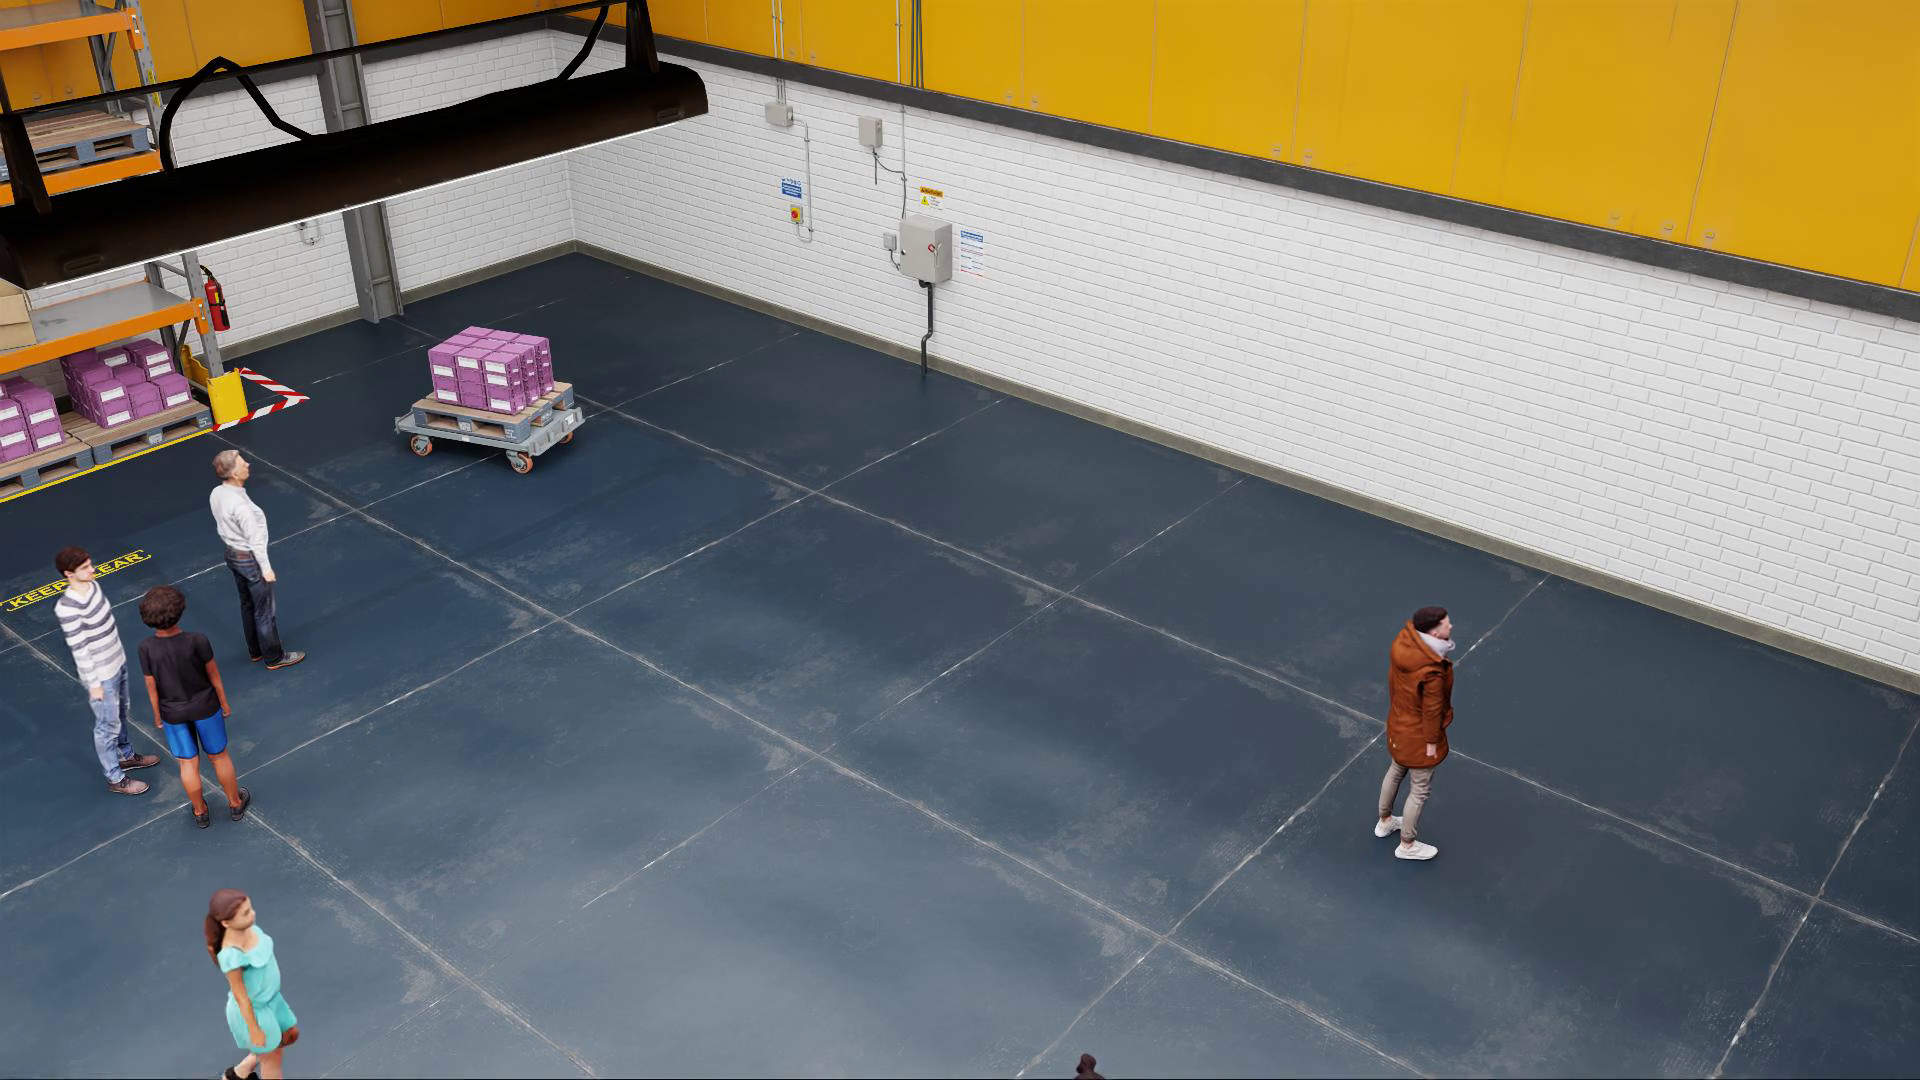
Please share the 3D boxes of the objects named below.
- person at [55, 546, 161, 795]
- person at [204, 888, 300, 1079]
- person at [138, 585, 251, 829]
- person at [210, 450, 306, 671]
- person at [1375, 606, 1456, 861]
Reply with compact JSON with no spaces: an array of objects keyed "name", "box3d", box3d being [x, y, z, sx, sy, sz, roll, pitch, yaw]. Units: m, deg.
[{"name":"person","box3d":[-5.873,0.862,11.364,0.760,1.852,0.713,-4,29,-7]},{"name":"person","box3d":[-3.781,2.456,8.757,0.826,1.551,0.764,-3,29,-5]},{"name":"person","box3d":[-5.089,1.103,10.980,0.659,1.797,0.768,-10,30,-18]},{"name":"person","box3d":[-5.443,0.138,12.726,0.645,1.820,0.538,22,36,35]},{"name":"person","box3d":[2.936,1.222,10.718,0.890,1.839,0.849,-8,30,-14]}]
